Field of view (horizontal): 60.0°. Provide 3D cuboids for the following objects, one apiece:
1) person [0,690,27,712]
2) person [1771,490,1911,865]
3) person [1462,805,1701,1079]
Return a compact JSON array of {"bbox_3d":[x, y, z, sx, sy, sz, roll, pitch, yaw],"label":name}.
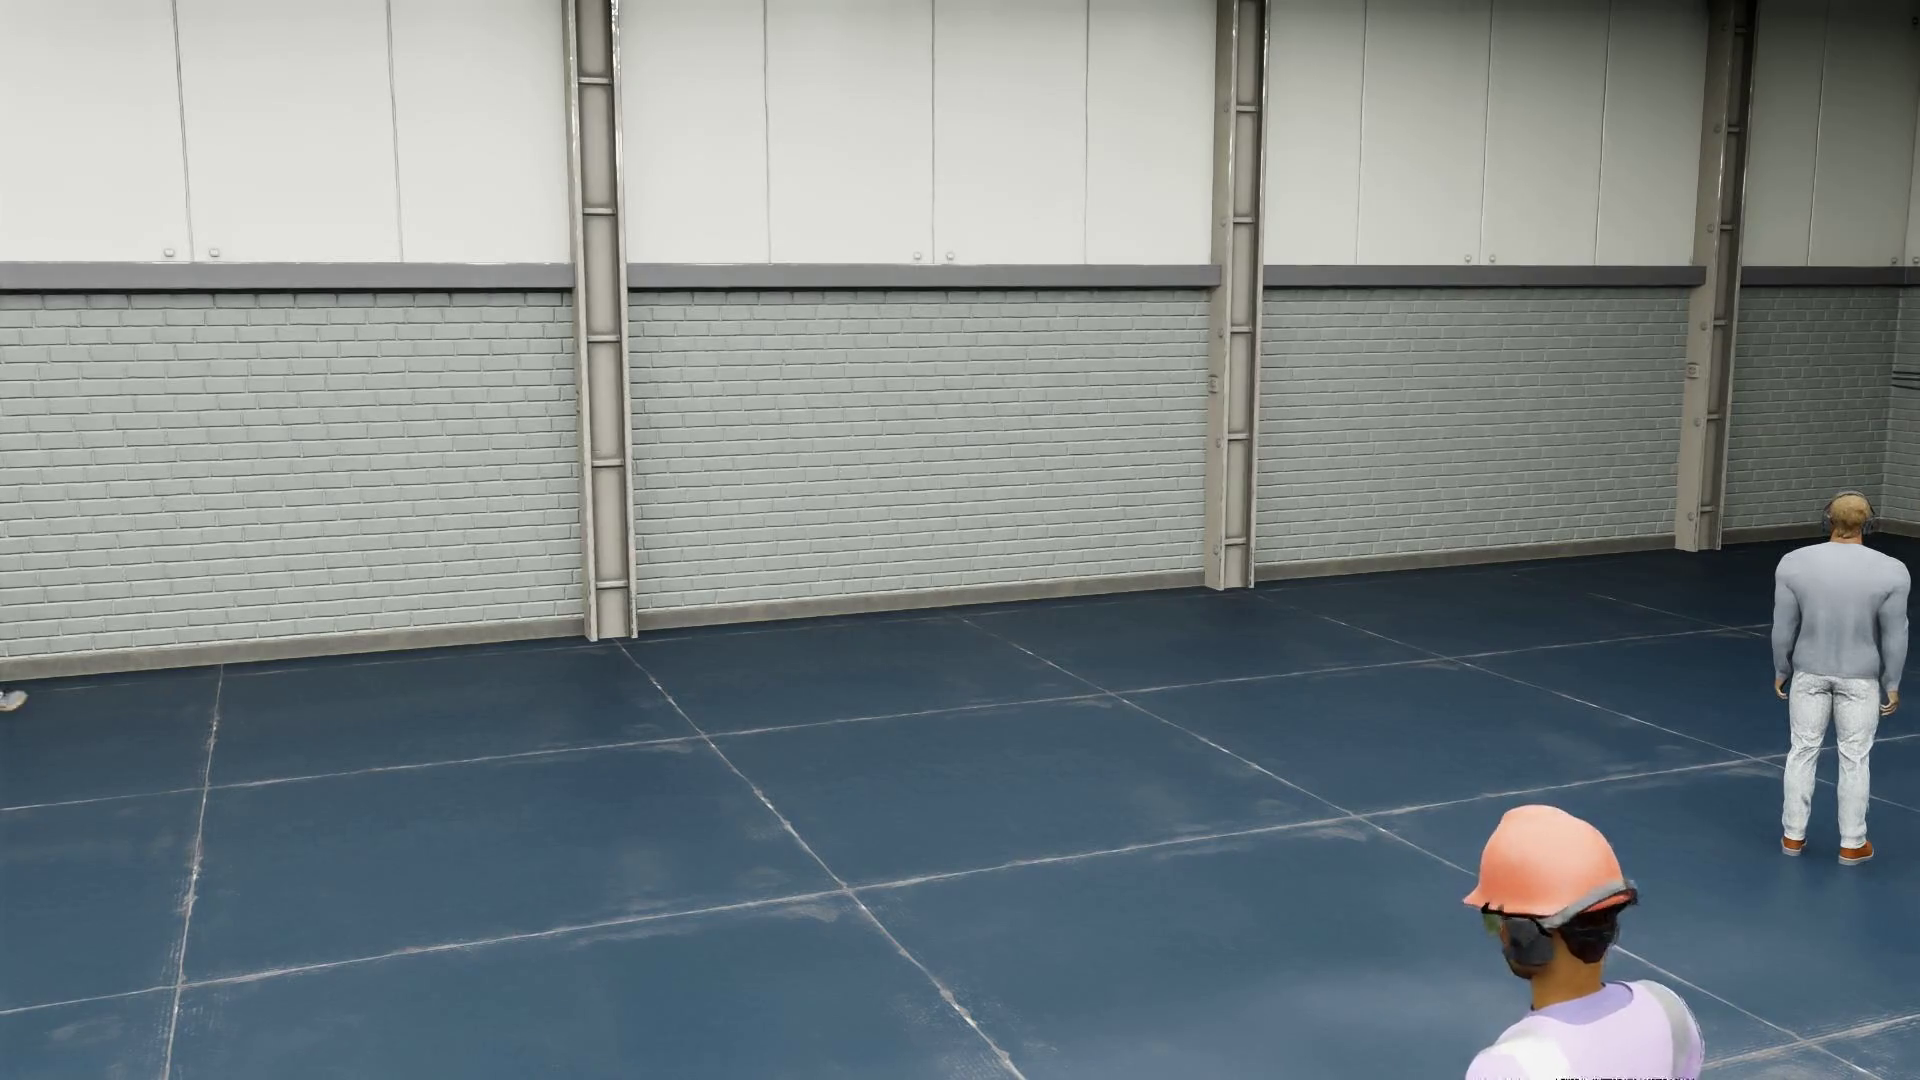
[{"bbox_3d":[-6.882,0.274,11.253,0.619,1.962,0.853,6,11,35],"label":"person"},{"bbox_3d":[4.526,0.708,8.594,0.630,1.939,0.370,7,11,36],"label":"person"},{"bbox_3d":[1.124,1.518,3.252,0.614,2.039,0.429,-7,11,-36],"label":"person"}]
